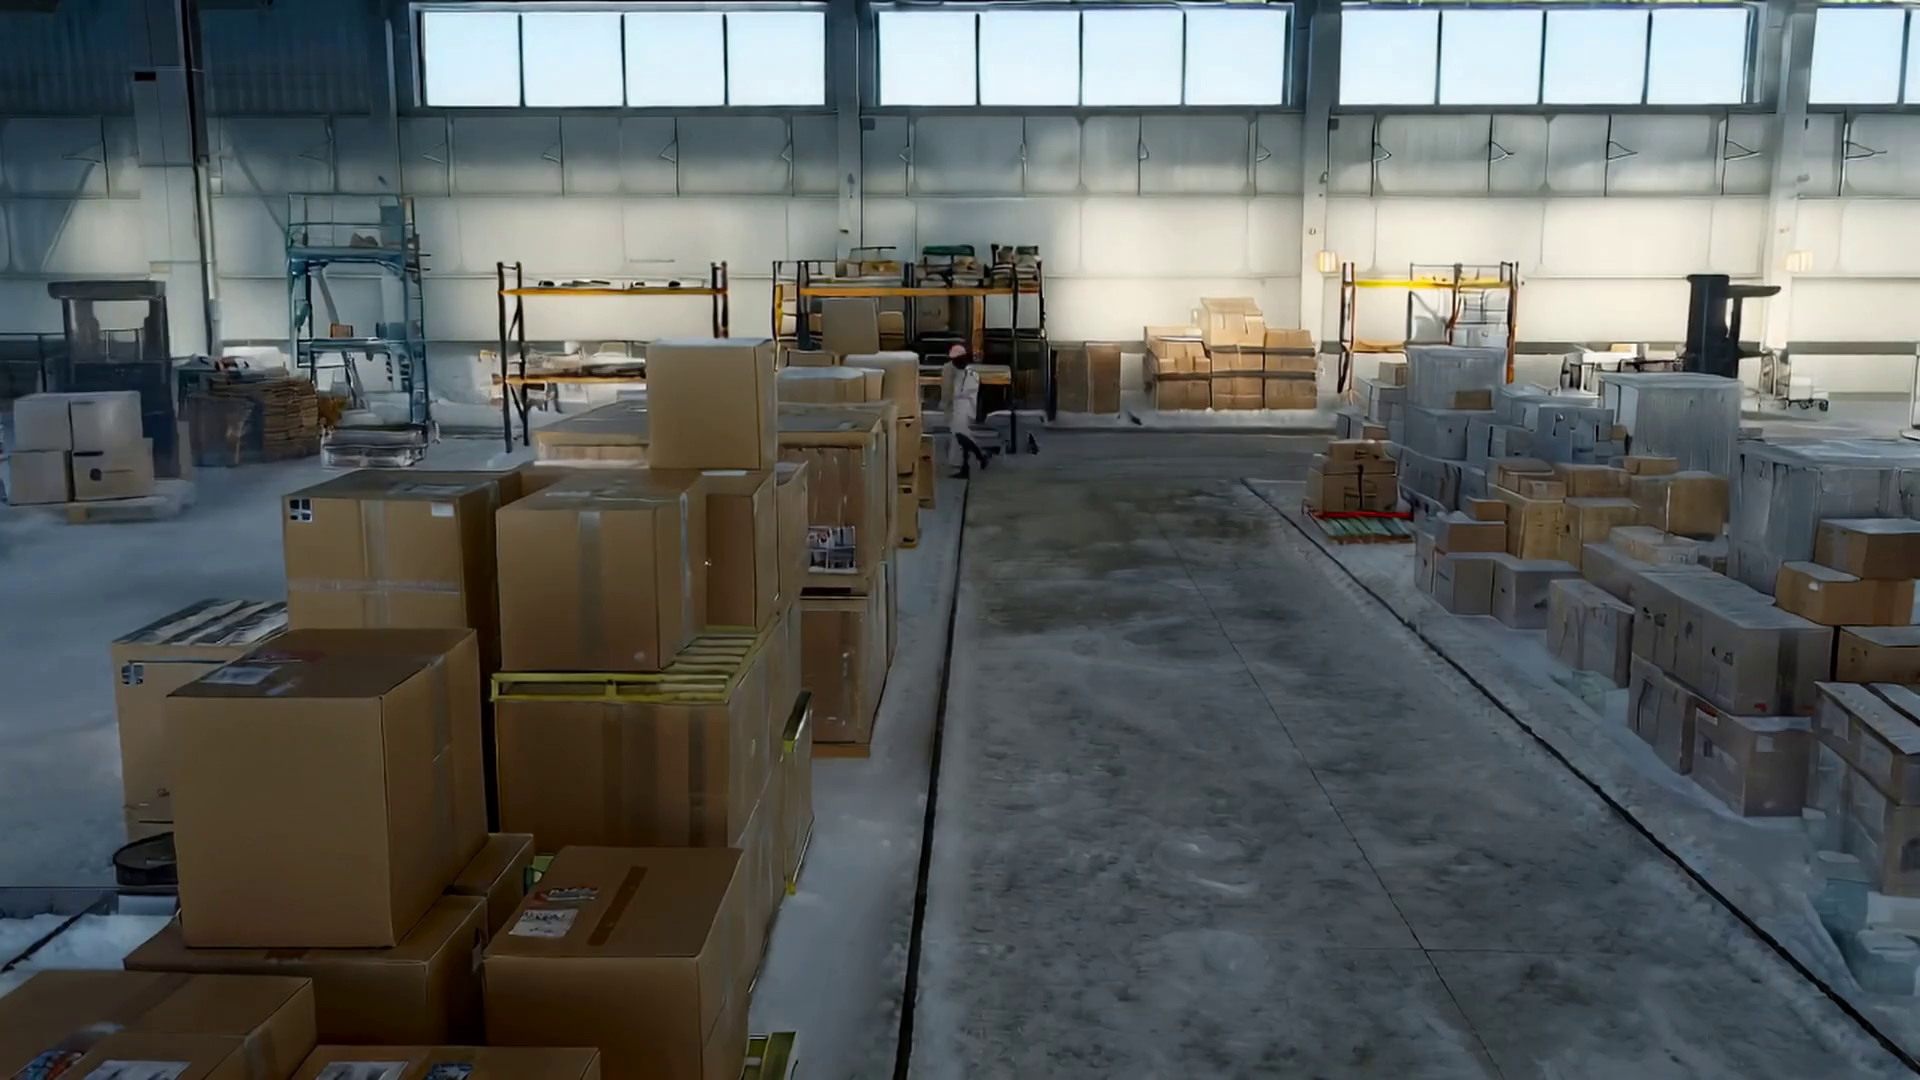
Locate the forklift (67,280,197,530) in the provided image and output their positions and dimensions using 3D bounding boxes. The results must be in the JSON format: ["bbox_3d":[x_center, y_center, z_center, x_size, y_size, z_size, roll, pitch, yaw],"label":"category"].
[{"bbox_3d":[-9.751,-1.647,19.498,1.129,2.768,1.873,-3,10,-16],"label":"forklift"}]

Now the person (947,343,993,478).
[{"bbox_3d":[0.141,-1.828,23.517,0.614,1.910,0.641,-3,10,-16],"label":"person"}]

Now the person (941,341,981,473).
[{"bbox_3d":[0.101,-1.938,24.177,0.940,1.892,0.664,-7,12,-35],"label":"person"}]

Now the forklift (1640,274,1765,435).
[{"bbox_3d":[13.063,-3.274,29.248,1.873,2.768,1.129,0,9,1],"label":"forklift"}]

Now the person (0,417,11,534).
[{"bbox_3d":[-10.878,-0.996,18.605,0.343,1.881,0.580,-4,10,-21],"label":"person"}]
